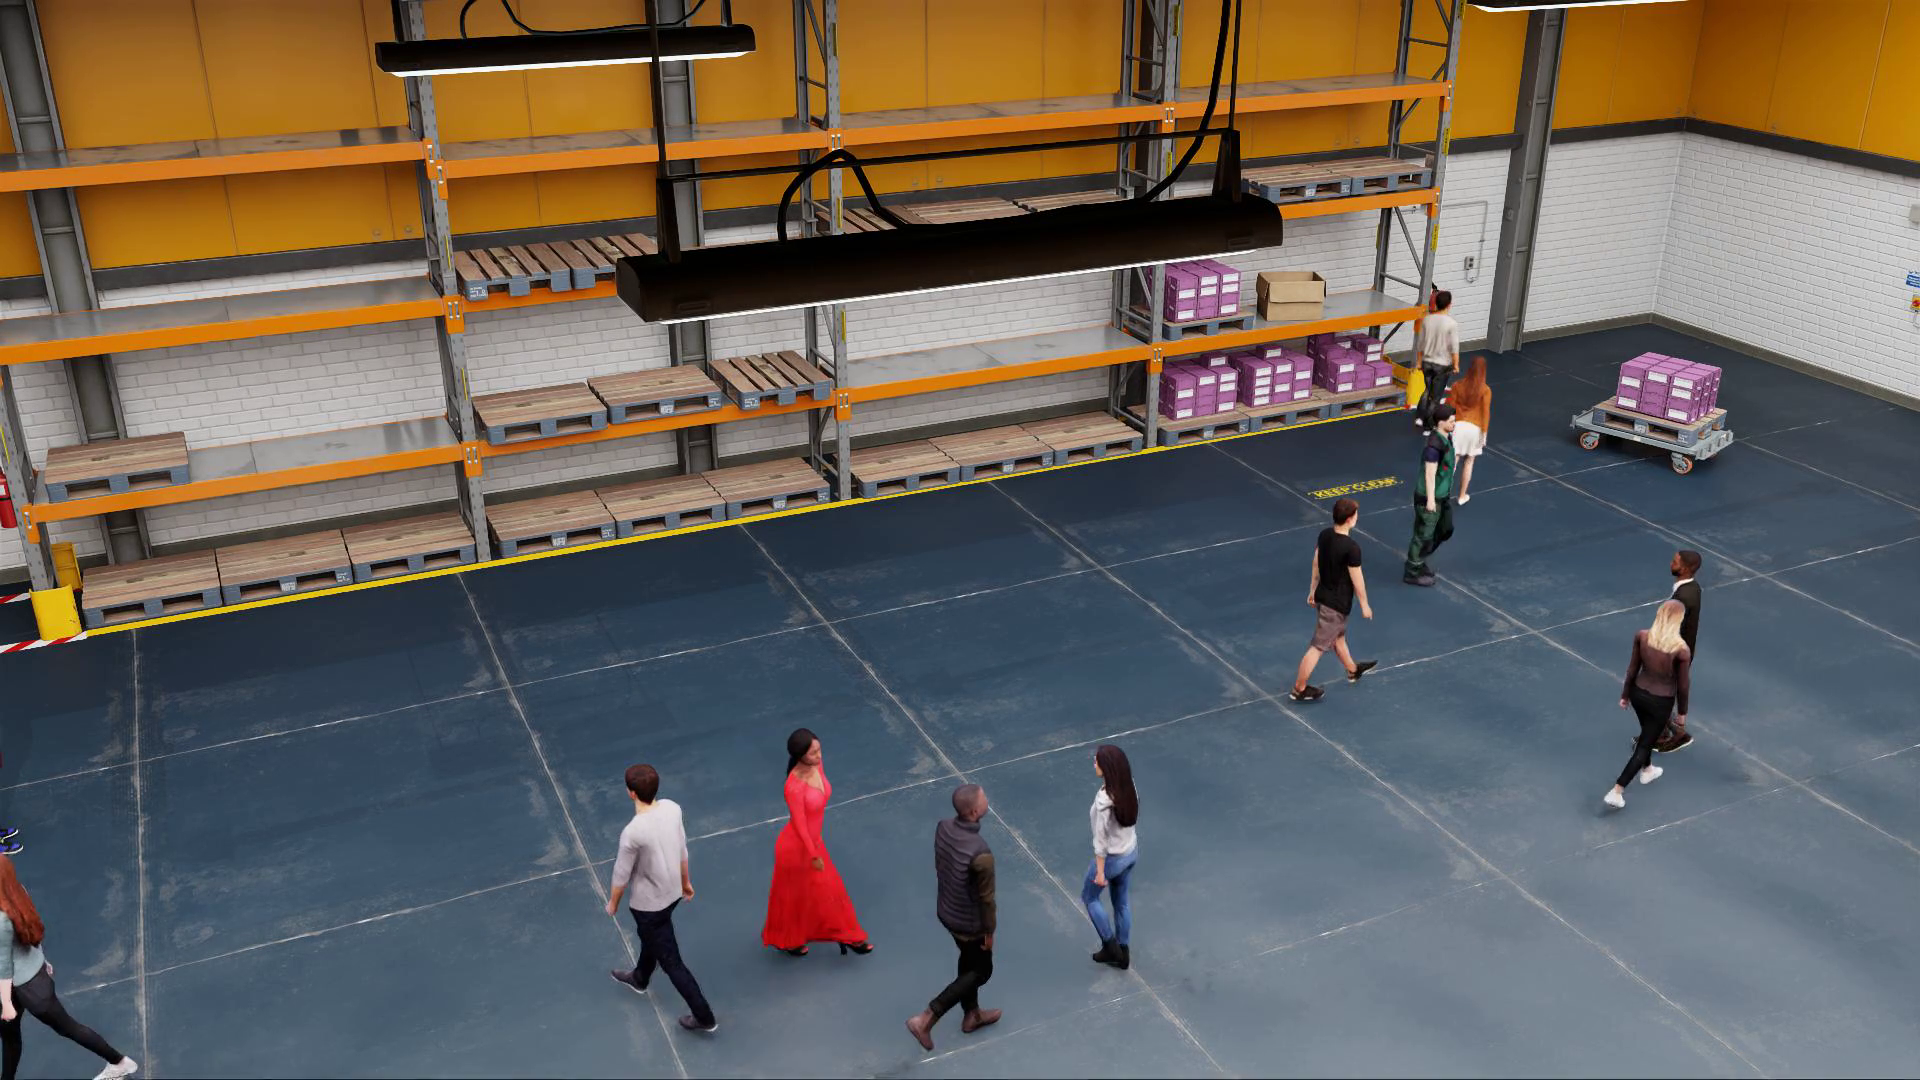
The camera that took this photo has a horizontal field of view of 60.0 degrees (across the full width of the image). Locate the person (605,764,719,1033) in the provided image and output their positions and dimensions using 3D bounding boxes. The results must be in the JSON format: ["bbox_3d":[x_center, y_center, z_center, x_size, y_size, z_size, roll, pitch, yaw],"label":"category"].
[{"bbox_3d":[-1.806,2.257,10.281,1.174,1.796,1.170,11,26,24],"label":"person"}]

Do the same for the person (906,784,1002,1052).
[{"bbox_3d":[-0.031,2.316,10.114,0.994,1.822,0.761,-14,27,-28],"label":"person"}]

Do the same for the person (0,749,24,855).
[{"bbox_3d":[-7.185,1.711,12.205,0.515,1.256,0.530,-15,28,-30],"label":"person"}]

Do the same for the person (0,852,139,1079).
[{"bbox_3d":[-5.325,2.578,9.667,1.166,1.700,0.693,-7,25,-16],"label":"person"}]

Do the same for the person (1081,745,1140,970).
[{"bbox_3d":[1.083,2.110,10.854,0.799,1.608,0.684,16,28,32],"label":"person"}]

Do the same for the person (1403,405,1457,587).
[{"bbox_3d":[4.556,-0.450,16.362,0.892,1.886,0.819,10,26,22],"label":"person"}]

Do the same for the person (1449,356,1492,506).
[{"bbox_3d":[5.513,-1.157,18.206,0.852,1.706,0.936,13,27,27],"label":"person"}]

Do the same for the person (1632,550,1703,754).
[{"bbox_3d":[5.779,0.944,13.293,0.903,1.790,0.827,14,27,29],"label":"person"}]

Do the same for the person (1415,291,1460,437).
[{"bbox_3d":[5.767,-2.122,20.297,0.764,1.799,0.757,-21,31,-39],"label":"person"}]

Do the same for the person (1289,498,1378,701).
[{"bbox_3d":[3.092,0.546,14.165,1.168,1.820,0.737,-7,25,-16],"label":"person"}]

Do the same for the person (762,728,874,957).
[{"bbox_3d":[-1.114,2.005,10.903,1.063,1.760,1.010,9,25,19],"label":"person"}]

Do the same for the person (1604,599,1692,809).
[{"bbox_3d":[5.233,1.279,12.681,1.171,1.666,0.795,-17,29,-33],"label":"person"}]
